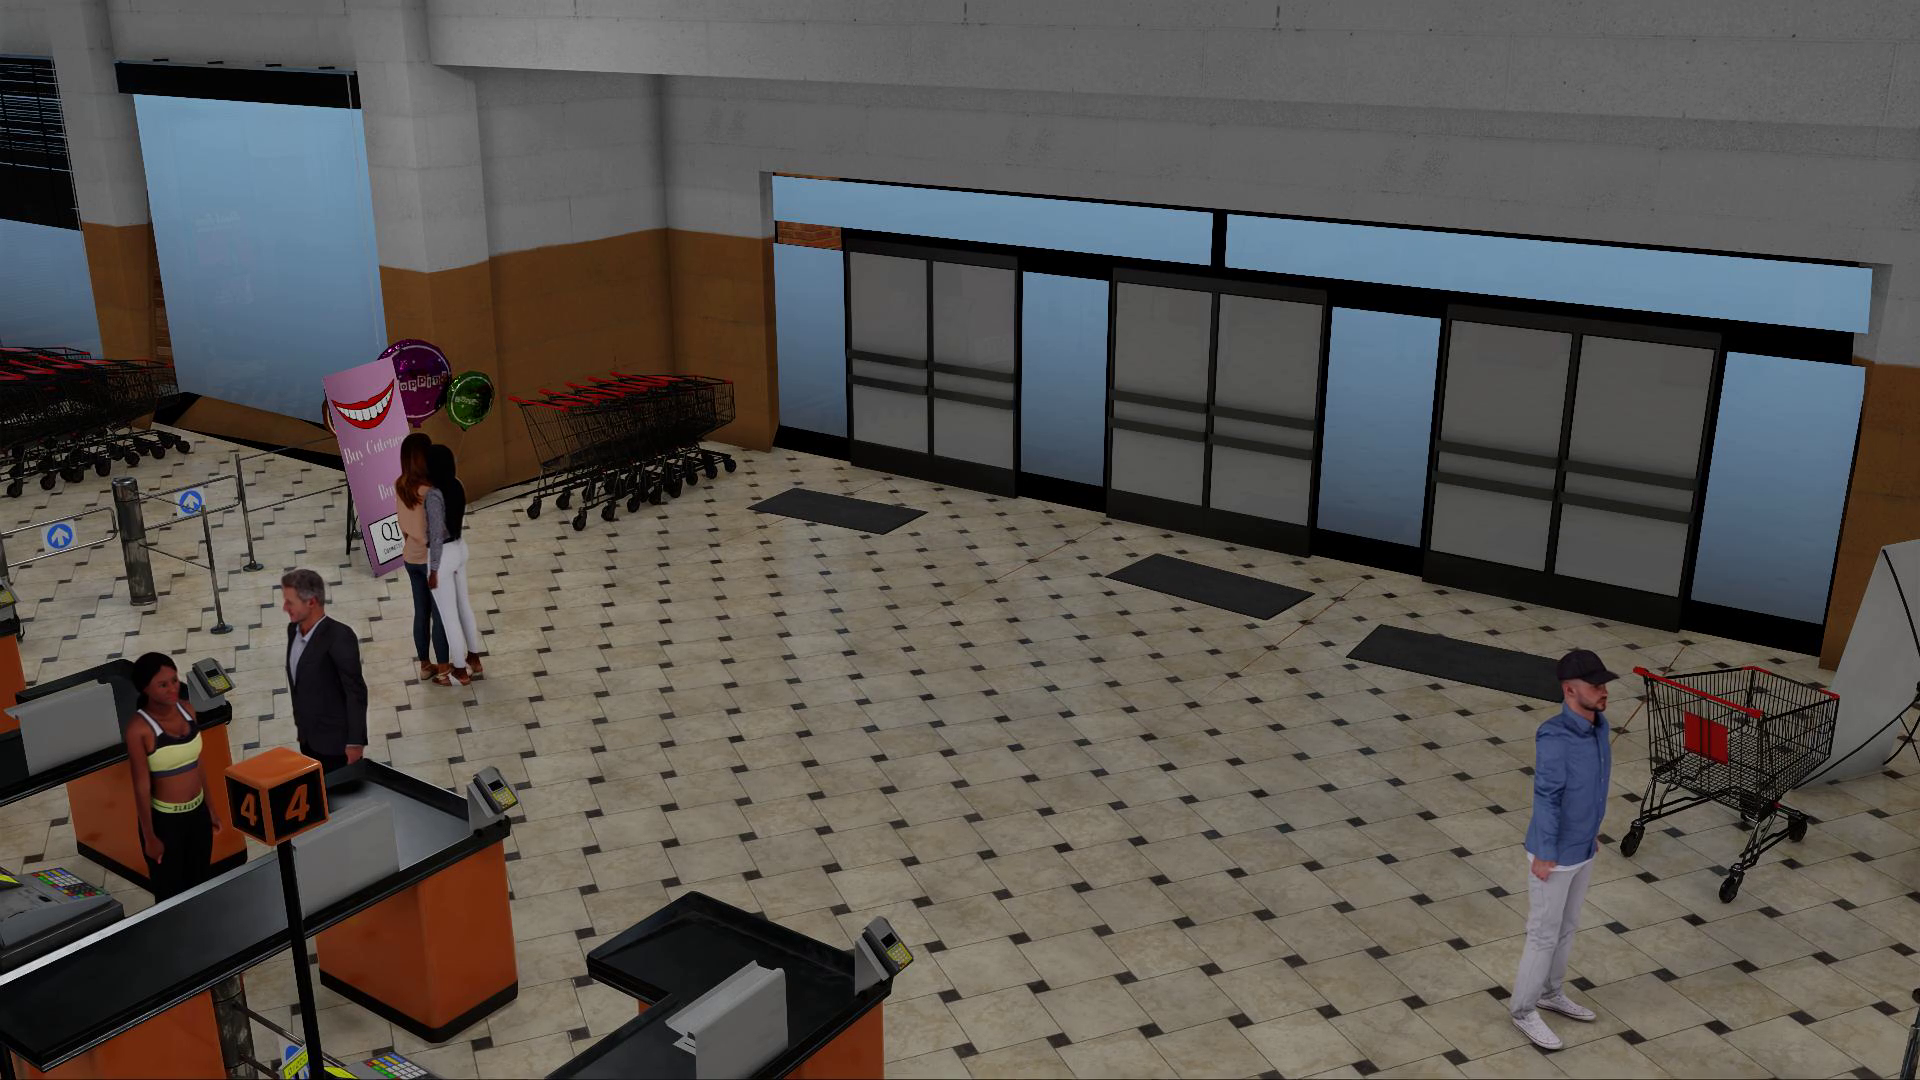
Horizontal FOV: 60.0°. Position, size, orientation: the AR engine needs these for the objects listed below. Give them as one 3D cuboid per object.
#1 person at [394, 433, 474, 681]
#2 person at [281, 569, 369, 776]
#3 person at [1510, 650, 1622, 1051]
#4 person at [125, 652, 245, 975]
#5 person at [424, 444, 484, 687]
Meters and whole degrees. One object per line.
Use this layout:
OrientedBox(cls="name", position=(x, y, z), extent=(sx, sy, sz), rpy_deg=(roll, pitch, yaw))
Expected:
OrientedBox(cls="person", position=(-3.691, 0.129, 11.508), extent=(0.590, 1.792, 0.524), rpy_deg=(11, 22, 30))
OrientedBox(cls="person", position=(-3.357, 1.008, 8.834), extent=(0.724, 1.835, 0.567), rpy_deg=(13, 23, 35))
OrientedBox(cls="person", position=(2.773, 1.386, 7.631), extent=(0.576, 1.888, 0.757), rpy_deg=(-17, 25, -41))
OrientedBox(cls="person", position=(-3.750, 1.354, 7.936), extent=(0.662, 1.754, 0.510), rpy_deg=(8, 20, 22))
OrientedBox(cls="person", position=(-3.551, 0.160, 11.523), extent=(0.734, 1.724, 0.598), rpy_deg=(3, 19, 9))
